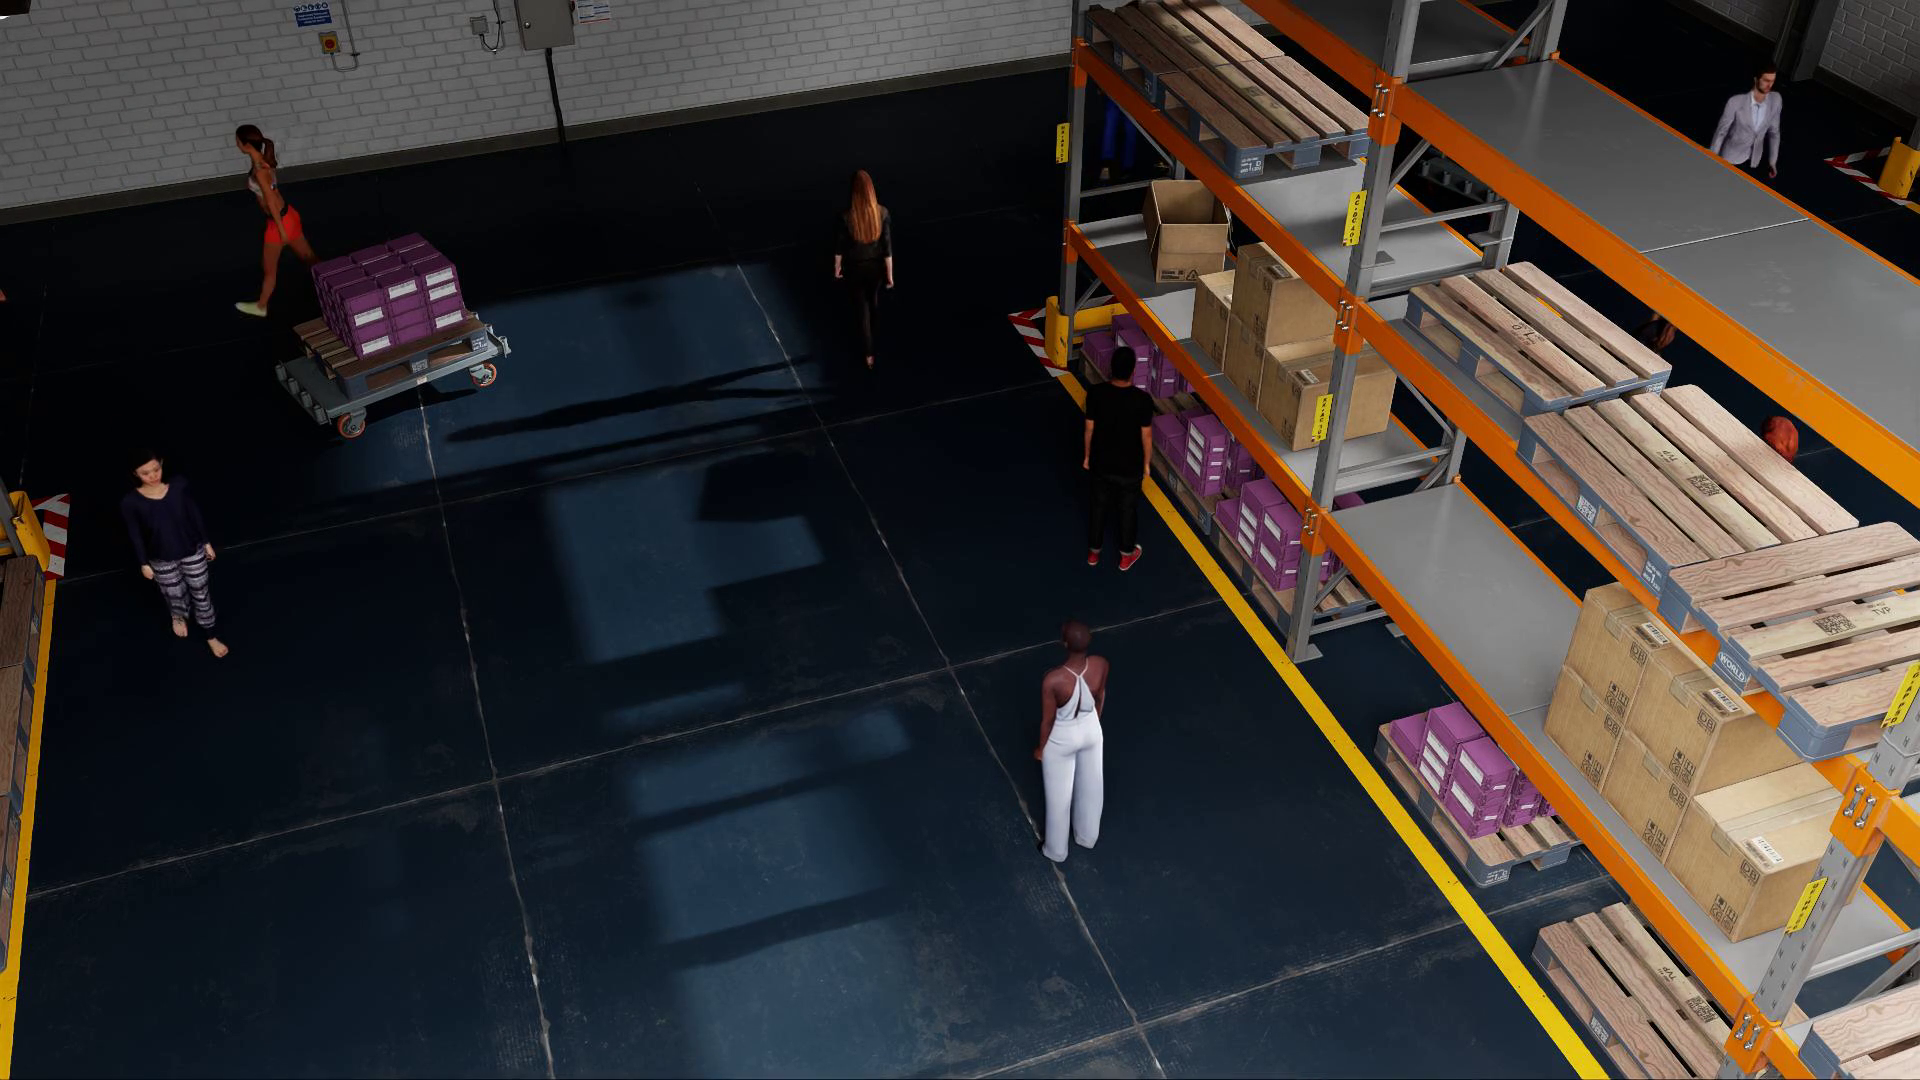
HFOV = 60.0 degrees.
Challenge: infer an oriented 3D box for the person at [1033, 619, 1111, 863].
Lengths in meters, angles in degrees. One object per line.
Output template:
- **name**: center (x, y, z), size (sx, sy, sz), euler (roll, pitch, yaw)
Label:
- **person**: center (0.630, 1.136, 9.344), size (0.600, 1.786, 0.525), euler (-19, 42, -22)

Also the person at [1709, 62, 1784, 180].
- **person**: center (7.039, -3.498, 15.127), size (0.853, 1.811, 1.184), euler (-5, 39, -7)

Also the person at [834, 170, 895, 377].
- **person**: center (-0.774, -2.137, 13.536), size (0.729, 1.669, 1.163), euler (-7, 39, -9)

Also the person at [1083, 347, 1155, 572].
- **person**: center (1.080, -0.556, 11.486), size (0.707, 1.756, 0.735), euler (11, 40, 13)

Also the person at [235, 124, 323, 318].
- **person**: center (-5.678, -2.681, 14.153), size (0.815, 1.750, 1.100), euler (-6, 39, -7)

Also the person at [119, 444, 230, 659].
- **person**: center (-5.123, 0.028, 10.788), size (0.762, 1.716, 0.856), euler (-31, 48, -33)

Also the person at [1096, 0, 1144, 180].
- **person**: center (1.568, -4.298, 16.100), size (1.036, 1.847, 1.091), euler (14, 41, 17)
